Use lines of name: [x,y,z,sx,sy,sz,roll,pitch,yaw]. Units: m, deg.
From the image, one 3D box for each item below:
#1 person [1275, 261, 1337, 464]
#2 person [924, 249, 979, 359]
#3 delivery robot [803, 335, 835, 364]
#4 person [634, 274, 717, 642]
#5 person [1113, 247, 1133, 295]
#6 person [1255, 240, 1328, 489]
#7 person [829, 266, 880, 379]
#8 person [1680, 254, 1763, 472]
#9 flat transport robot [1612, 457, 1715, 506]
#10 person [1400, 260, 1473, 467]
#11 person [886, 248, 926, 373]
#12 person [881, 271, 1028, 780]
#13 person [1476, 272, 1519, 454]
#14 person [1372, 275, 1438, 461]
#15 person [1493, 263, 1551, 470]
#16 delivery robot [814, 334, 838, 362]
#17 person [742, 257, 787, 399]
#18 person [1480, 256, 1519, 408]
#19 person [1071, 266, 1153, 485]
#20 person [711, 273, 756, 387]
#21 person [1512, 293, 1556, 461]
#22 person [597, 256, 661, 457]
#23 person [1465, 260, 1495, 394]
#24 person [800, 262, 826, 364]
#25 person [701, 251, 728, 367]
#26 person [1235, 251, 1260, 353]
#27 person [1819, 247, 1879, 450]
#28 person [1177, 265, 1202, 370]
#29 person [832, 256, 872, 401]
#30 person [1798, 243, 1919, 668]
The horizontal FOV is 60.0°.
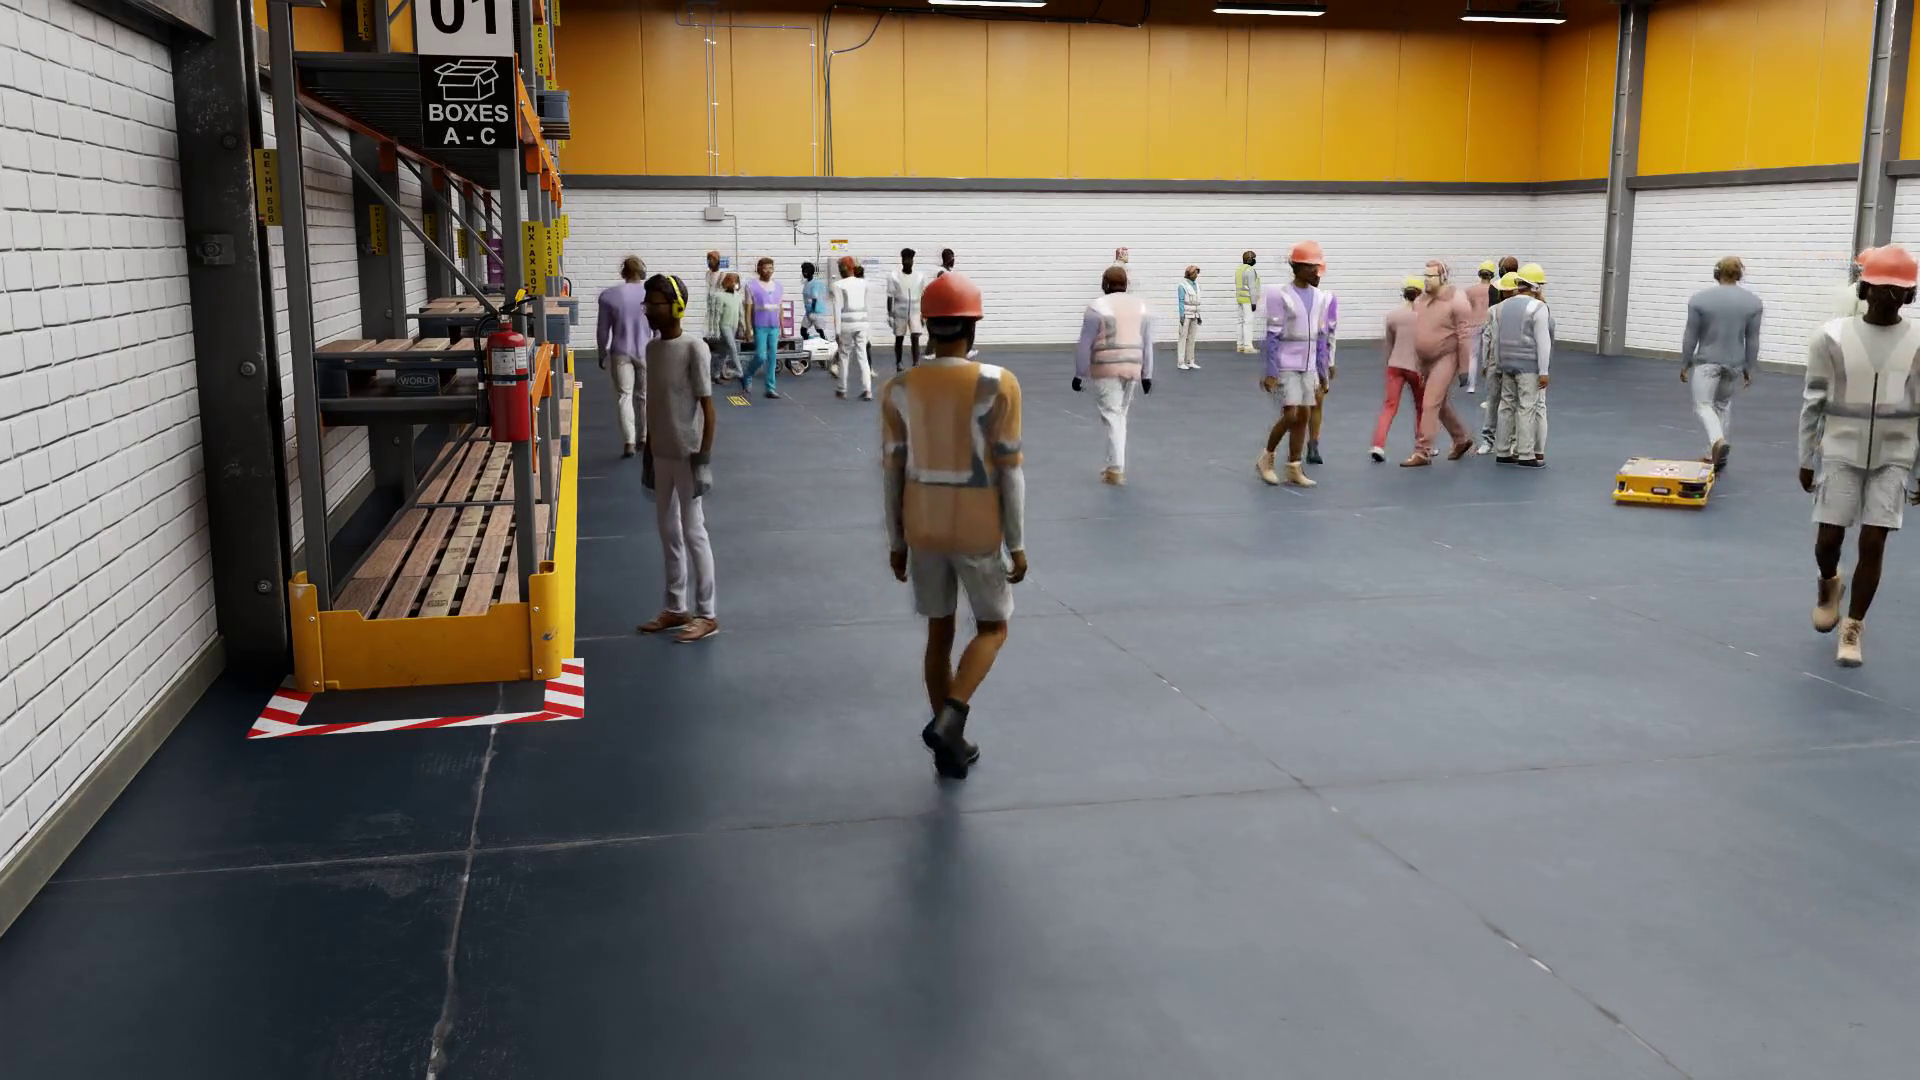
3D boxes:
person: [3.155,-1.635,15.155,0.583,1.895,0.868,1,10,3]
person: [-0.168,-3.998,28.378,0.979,1.843,0.609,1,10,6]
delivery robot: [-2.304,-2.941,25.861,0.707,0.478,0.477,-5,11,-26]
person: [-1.453,-0.415,8.484,0.531,1.868,0.310,10,14,43]
person: [2.907,-4.312,29.973,0.409,1.907,0.650,0,10,2]
person: [2.754,-1.422,13.633,0.653,2.029,0.490,-7,12,-35]
person: [-1.577,-3.193,24.448,0.541,1.669,0.824,10,14,44]
person: [6.666,-1.532,14.535,0.629,1.921,0.799,1,10,3]
flat transport robot: [5.626,-0.477,13.255,0.652,0.197,1.431,5,11,26]
person: [4.391,-1.615,15.161,0.950,1.870,0.657,-5,12,-27]
person: [-0.791,-3.374,24.770,0.613,1.899,1.022,-2,10,-12]
person: [-0.041,-0.025,6.167,0.571,1.922,0.574,4,11,20]
person: [5.171,-1.656,15.724,0.483,1.736,0.311,6,12,30]
person: [4.132,-1.584,15.392,0.521,1.715,0.930,9,13,40]
person: [5.040,-1.547,14.863,0.404,1.827,0.600,-5,11,-26]
delivery robot: [-2.262,-3.018,26.288,0.707,0.478,0.477,-5,11,-27]
person: [-2.549,-2.741,21.503,0.566,1.824,0.563,-9,14,-41]
person: [6.584,-2.501,20.114,0.627,1.845,0.429,-5,11,-26]
person: [1.256,-1.394,14.053,0.642,1.813,0.705,-6,12,-31]
person: [-3.204,-2.936,23.242,0.876,1.573,0.502,6,12,29]
person: [5.200,-1.514,15.222,0.498,1.633,0.279,-4,11,-23]
person: [-3.111,-1.748,15.818,0.639,1.901,0.980,-3,11,-18]
person: [6.949,-2.817,22.072,0.526,1.769,0.329,5,11,24]
person: [-2.449,-3.720,27.320,0.587,1.658,0.555,-6,12,-29]
person: [-3.928,-3.611,26.230,0.607,1.851,0.857,10,14,44]
person: [5.206,-4.296,30.065,0.429,1.844,0.626,-3,11,-16]
person: [8.658,-1.777,15.764,0.630,1.955,0.908,-10,14,-43]
person: [3.630,-3.516,26.303,0.309,1.638,0.513,10,14,44]
person: [-1.375,-2.692,21.223,0.559,1.839,0.910,-6,12,-28]
person: [4.401,-0.416,8.062,0.604,2.023,0.606,5,11,27]
